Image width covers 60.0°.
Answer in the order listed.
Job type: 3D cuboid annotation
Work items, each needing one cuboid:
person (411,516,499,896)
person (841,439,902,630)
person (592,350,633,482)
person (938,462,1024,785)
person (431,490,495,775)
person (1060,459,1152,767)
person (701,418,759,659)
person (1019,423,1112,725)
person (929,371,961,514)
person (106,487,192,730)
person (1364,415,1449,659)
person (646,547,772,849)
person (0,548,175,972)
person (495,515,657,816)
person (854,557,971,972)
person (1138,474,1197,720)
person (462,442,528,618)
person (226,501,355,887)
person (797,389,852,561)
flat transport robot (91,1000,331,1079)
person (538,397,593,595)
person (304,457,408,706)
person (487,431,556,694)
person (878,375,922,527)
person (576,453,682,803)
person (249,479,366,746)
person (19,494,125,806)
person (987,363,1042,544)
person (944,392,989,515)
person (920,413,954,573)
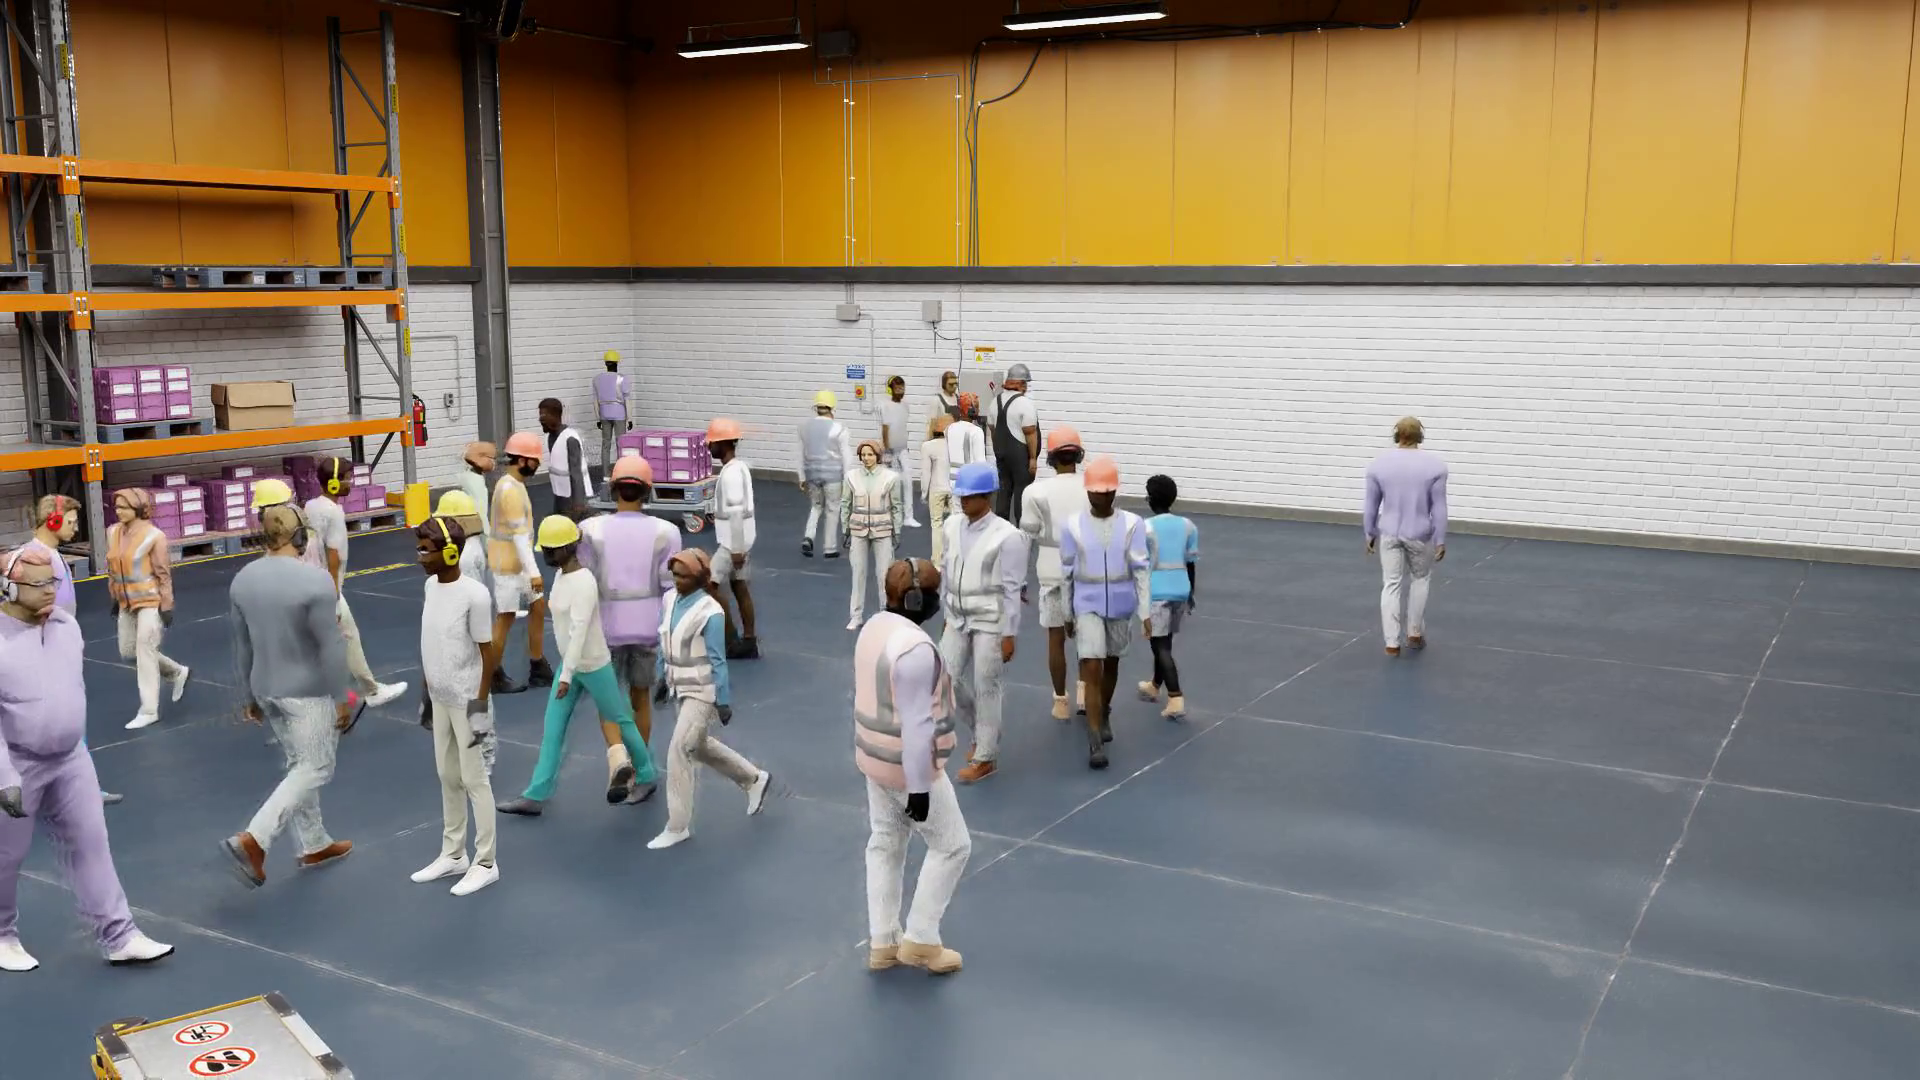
[{"bbox_3d":[-2.488,0.803,8.161,0.517,1.865,0.328,7,12,38],"label":"person"},{"bbox_3d":[-0.753,-0.041,14.124,0.523,1.639,0.309,1,9,6],"label":"person"},{"bbox_3d":[-5.036,-1.796,24.177,0.587,1.930,0.360,2,9,11],"label":"person"},{"bbox_3d":[0.101,0.491,9.879,0.634,1.932,0.429,8,12,40],"label":"person"},{"bbox_3d":[-3.001,0.569,10.035,0.381,1.741,0.531,-3,10,-17],"label":"person"},{"bbox_3d":[0.905,0.425,10.463,0.557,1.888,0.992,0,9,-2],"label":"person"},{"bbox_3d":[-1.828,0.006,12.959,0.553,1.914,0.580,0,9,-2],"label":"person"},{"bbox_3d":[0.703,0.230,11.206,0.638,2.029,0.462,0,9,-2],"label":"person"},{"bbox_3d":[-0.070,-1.202,20.845,0.774,1.813,0.539,7,11,35],"label":"person"},{"bbox_3d":[-5.464,0.429,11.221,0.530,1.621,0.564,4,10,24],"label":"person"},{"bbox_3d":[3.560,-0.039,13.270,0.657,1.909,0.790,4,10,21],"label":"person"},{"bbox_3d":[-1.351,0.809,8.929,0.767,1.603,0.507,-7,11,-36],"label":"person"},{"bbox_3d":[-3.923,0.966,7.137,0.859,1.868,0.651,4,10,22],"label":"person"},{"bbox_3d":[-2.127,0.697,9.317,0.946,1.700,0.537,-6,11,-35],"label":"person"},{"bbox_3d":[-0.184,0.976,7.191,0.537,1.825,0.659,-4,10,-23],"label":"person"},{"bbox_3d":[1.401,0.378,11.470,0.553,1.674,0.809,-5,10,-29],"label":"person"},{"bbox_3d":[-4.097,-0.054,14.314,0.766,1.588,0.518,-2,9,-12],"label":"person"},{"bbox_3d":[-3.368,0.771,8.226,0.641,1.913,0.766,4,10,25],"label":"person"},{"bbox_3d":[-1.415,-0.670,17.490,0.604,1.817,0.429,4,10,24],"label":"person"},{"bbox_3d":[-2.571,1.961,5.886,0.652,0.197,1.431,-7,12,-38],"label":"flat transport robot"},{"bbox_3d":[-3.624,-0.401,15.605,0.590,1.889,0.622,-7,11,-36],"label":"person"},{"bbox_3d":[-4.322,0.327,11.335,0.649,1.796,1.014,8,12,40],"label":"person"},{"bbox_3d":[-3.112,0.171,11.961,0.752,1.904,0.561,-2,9,-12],"label":"person"},{"bbox_3d":[-0.823,-1.081,20.043,0.503,1.834,0.824,-8,12,-40],"label":"person"},{"bbox_3d":[-1.874,0.524,9.430,0.629,2.015,0.671,-3,9,-16],"label":"person"},{"bbox_3d":[-4.200,0.465,10.639,0.572,1.743,0.552,-6,11,-32],"label":"person"},{"bbox_3d":[-5.207,0.650,9.313,0.770,1.799,0.634,-3,9,-16],"label":"person"},{"bbox_3d":[0.666,-0.971,18.685,0.536,2.000,0.688,-7,12,-39],"label":"person"},{"bbox_3d":[0.078,-0.494,16.197,0.355,1.882,0.576,-7,12,-38],"label":"person"},{"bbox_3d":[-0.152,-0.471,16.829,0.502,1.632,0.277,-1,9,-8],"label":"person"}]
